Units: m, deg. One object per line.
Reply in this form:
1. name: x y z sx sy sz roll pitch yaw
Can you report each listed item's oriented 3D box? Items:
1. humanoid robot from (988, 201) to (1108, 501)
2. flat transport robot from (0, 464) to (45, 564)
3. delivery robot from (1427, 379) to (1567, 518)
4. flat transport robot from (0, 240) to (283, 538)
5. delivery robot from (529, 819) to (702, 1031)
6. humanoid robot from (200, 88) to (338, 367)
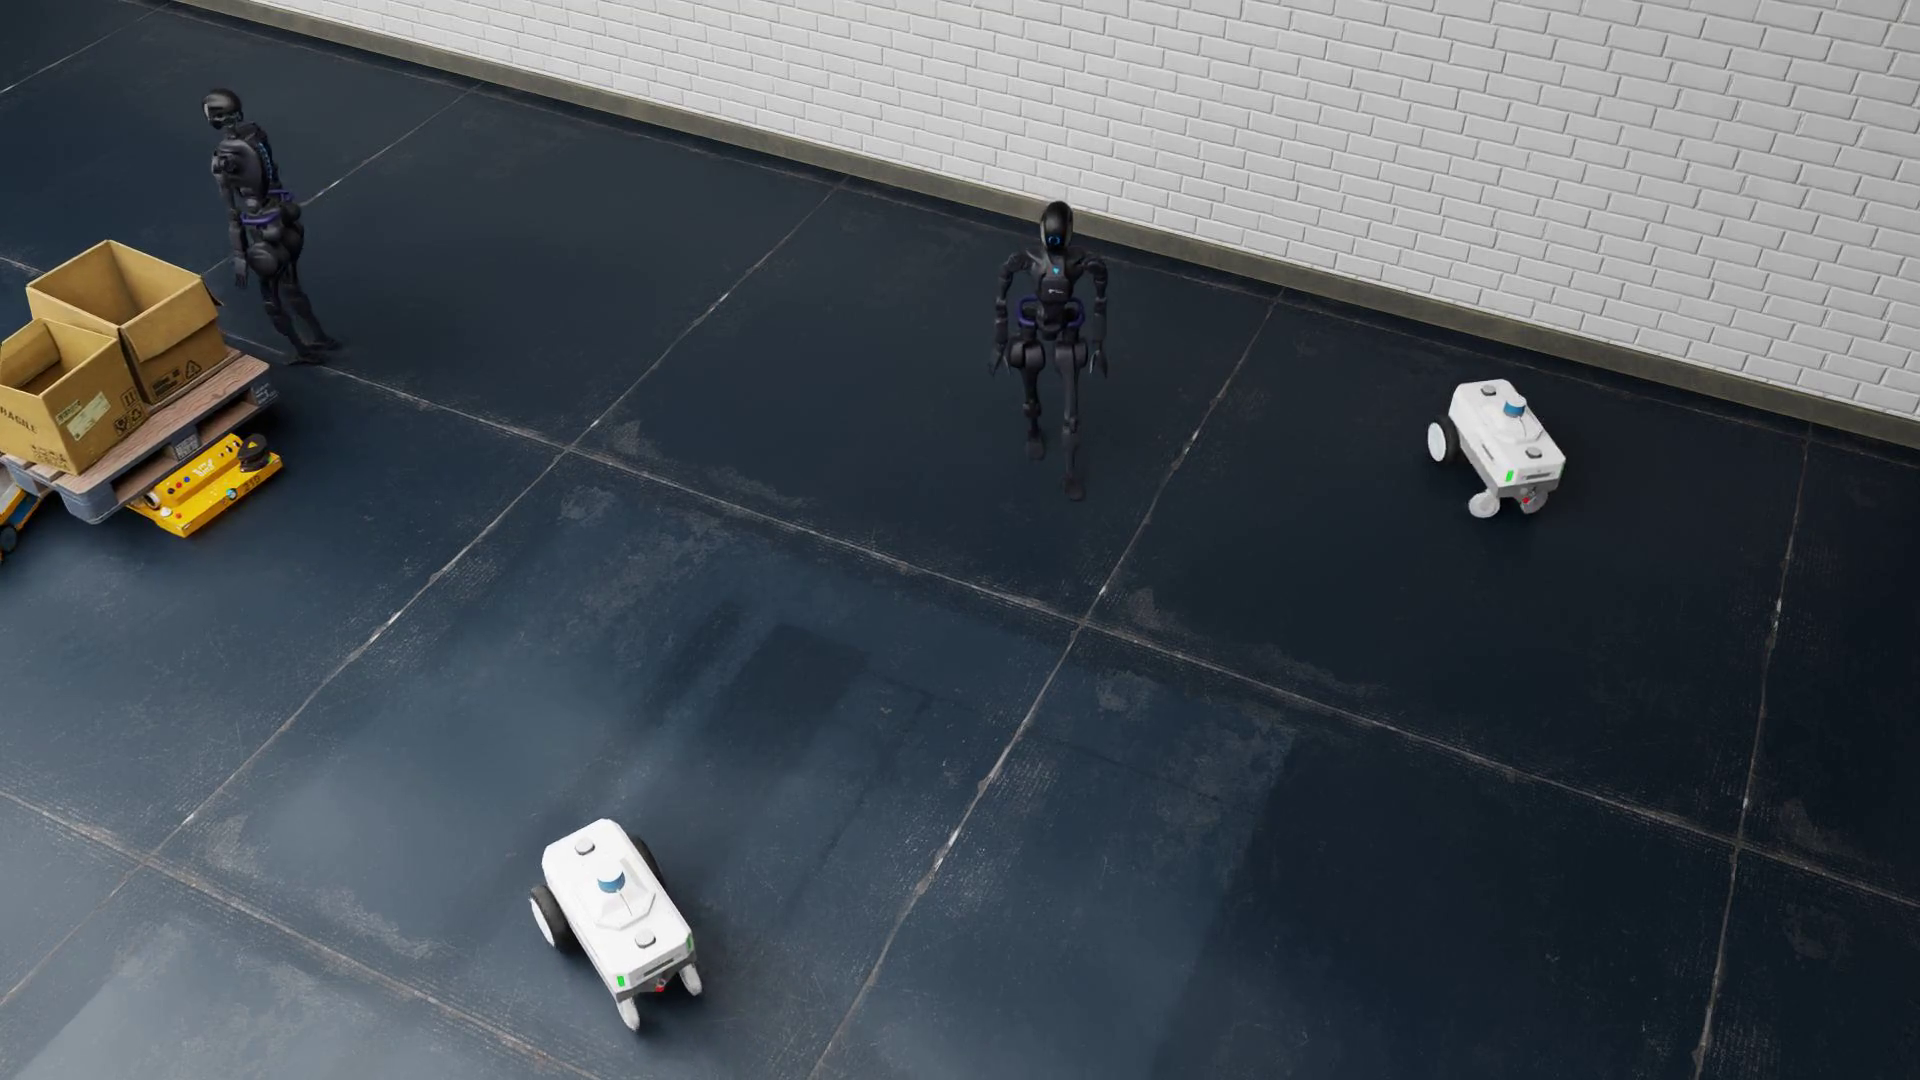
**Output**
1. humanoid robot: 0.445 -0.961 8.266 0.609 1.632 0.671 -1 43 -1
2. flat transport robot: -5.040 -0.266 8.542 0.659 0.231 1.431 4 43 4
3. delivery robot: 2.785 -0.503 8.589 0.517 0.598 0.769 -8 43 -9
4. flat transport robot: -4.349 -0.503 8.798 1.431 0.231 0.659 22 47 22
5. delivery robot: -1.328 1.456 6.471 0.499 0.590 0.793 -25 49 -25
6. humanoid robot: -3.769 -1.664 9.015 0.338 1.646 0.588 3 43 3
